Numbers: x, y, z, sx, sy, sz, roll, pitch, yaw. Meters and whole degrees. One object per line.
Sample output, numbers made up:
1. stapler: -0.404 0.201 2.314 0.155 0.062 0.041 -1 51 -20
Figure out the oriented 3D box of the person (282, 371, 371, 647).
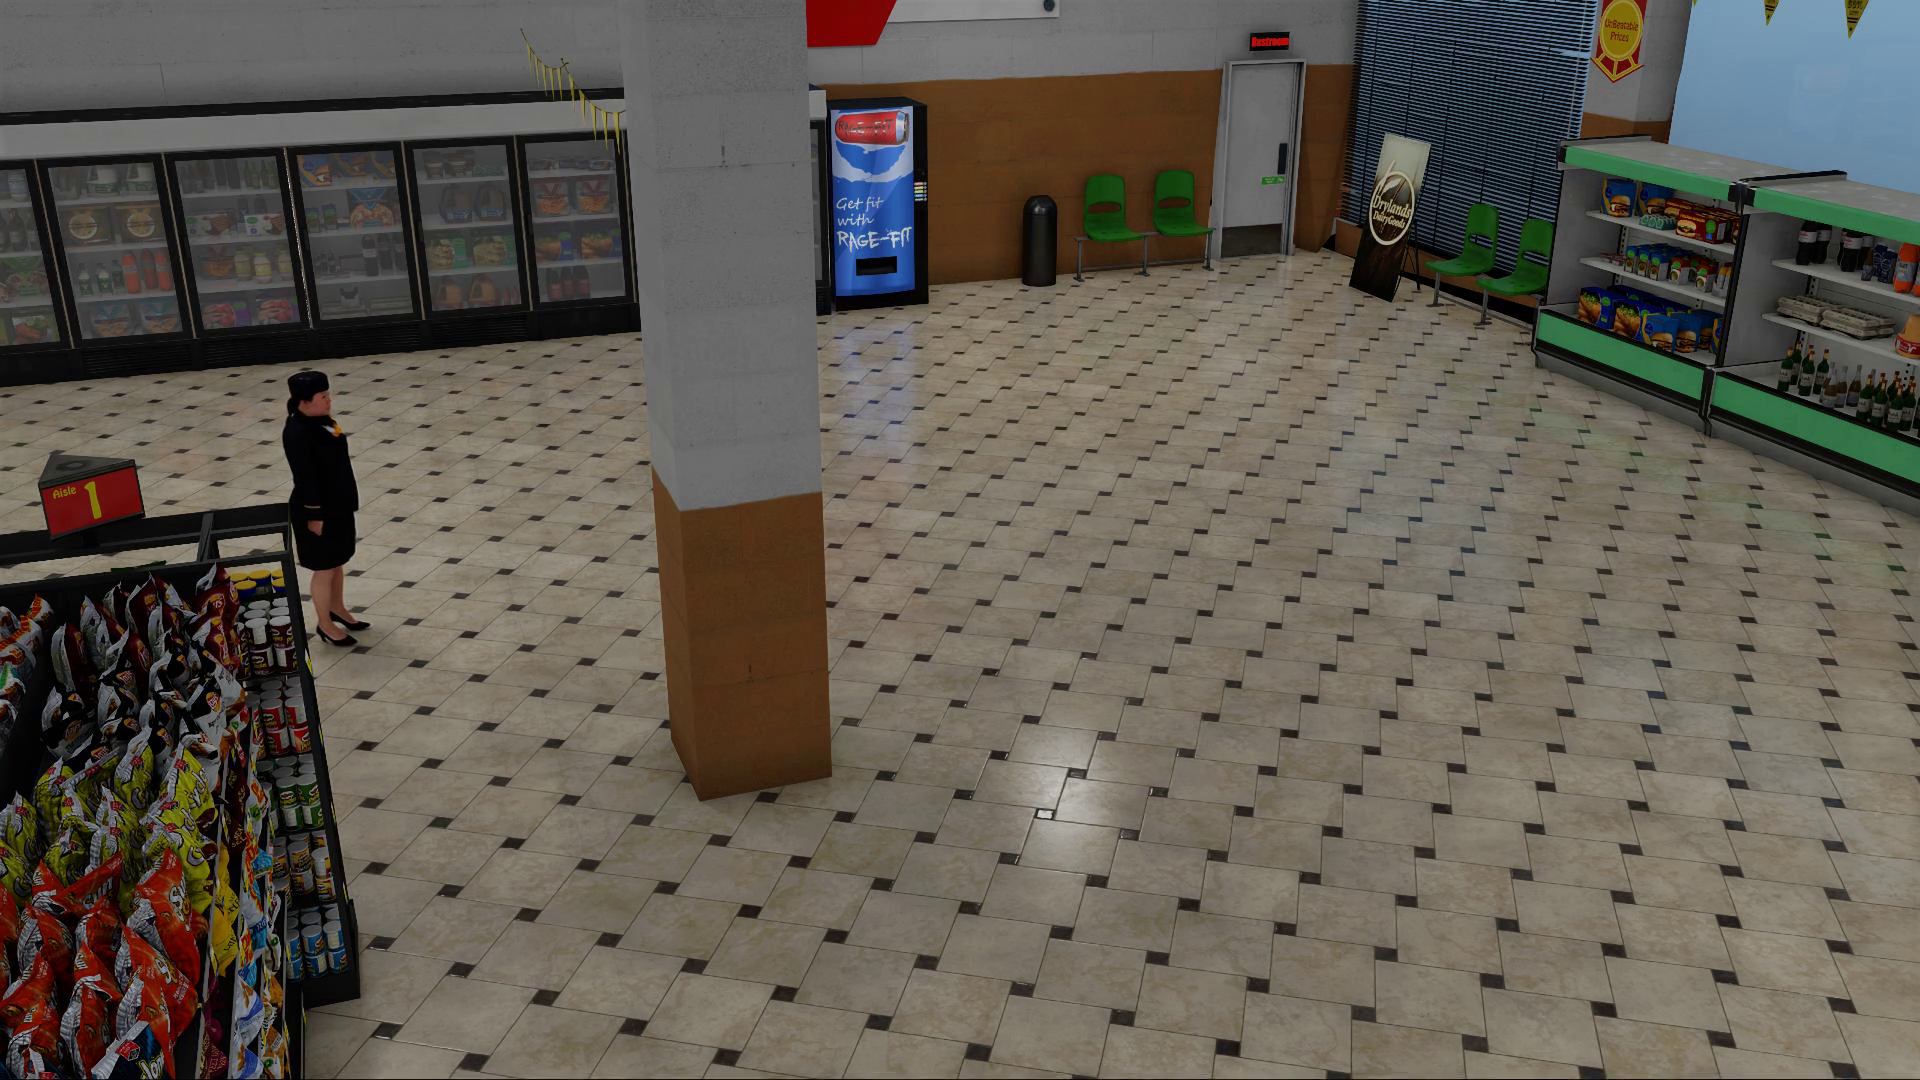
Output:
1. person: -3.761 -0.186 9.814 0.826 1.670 0.682 0 22 -1
